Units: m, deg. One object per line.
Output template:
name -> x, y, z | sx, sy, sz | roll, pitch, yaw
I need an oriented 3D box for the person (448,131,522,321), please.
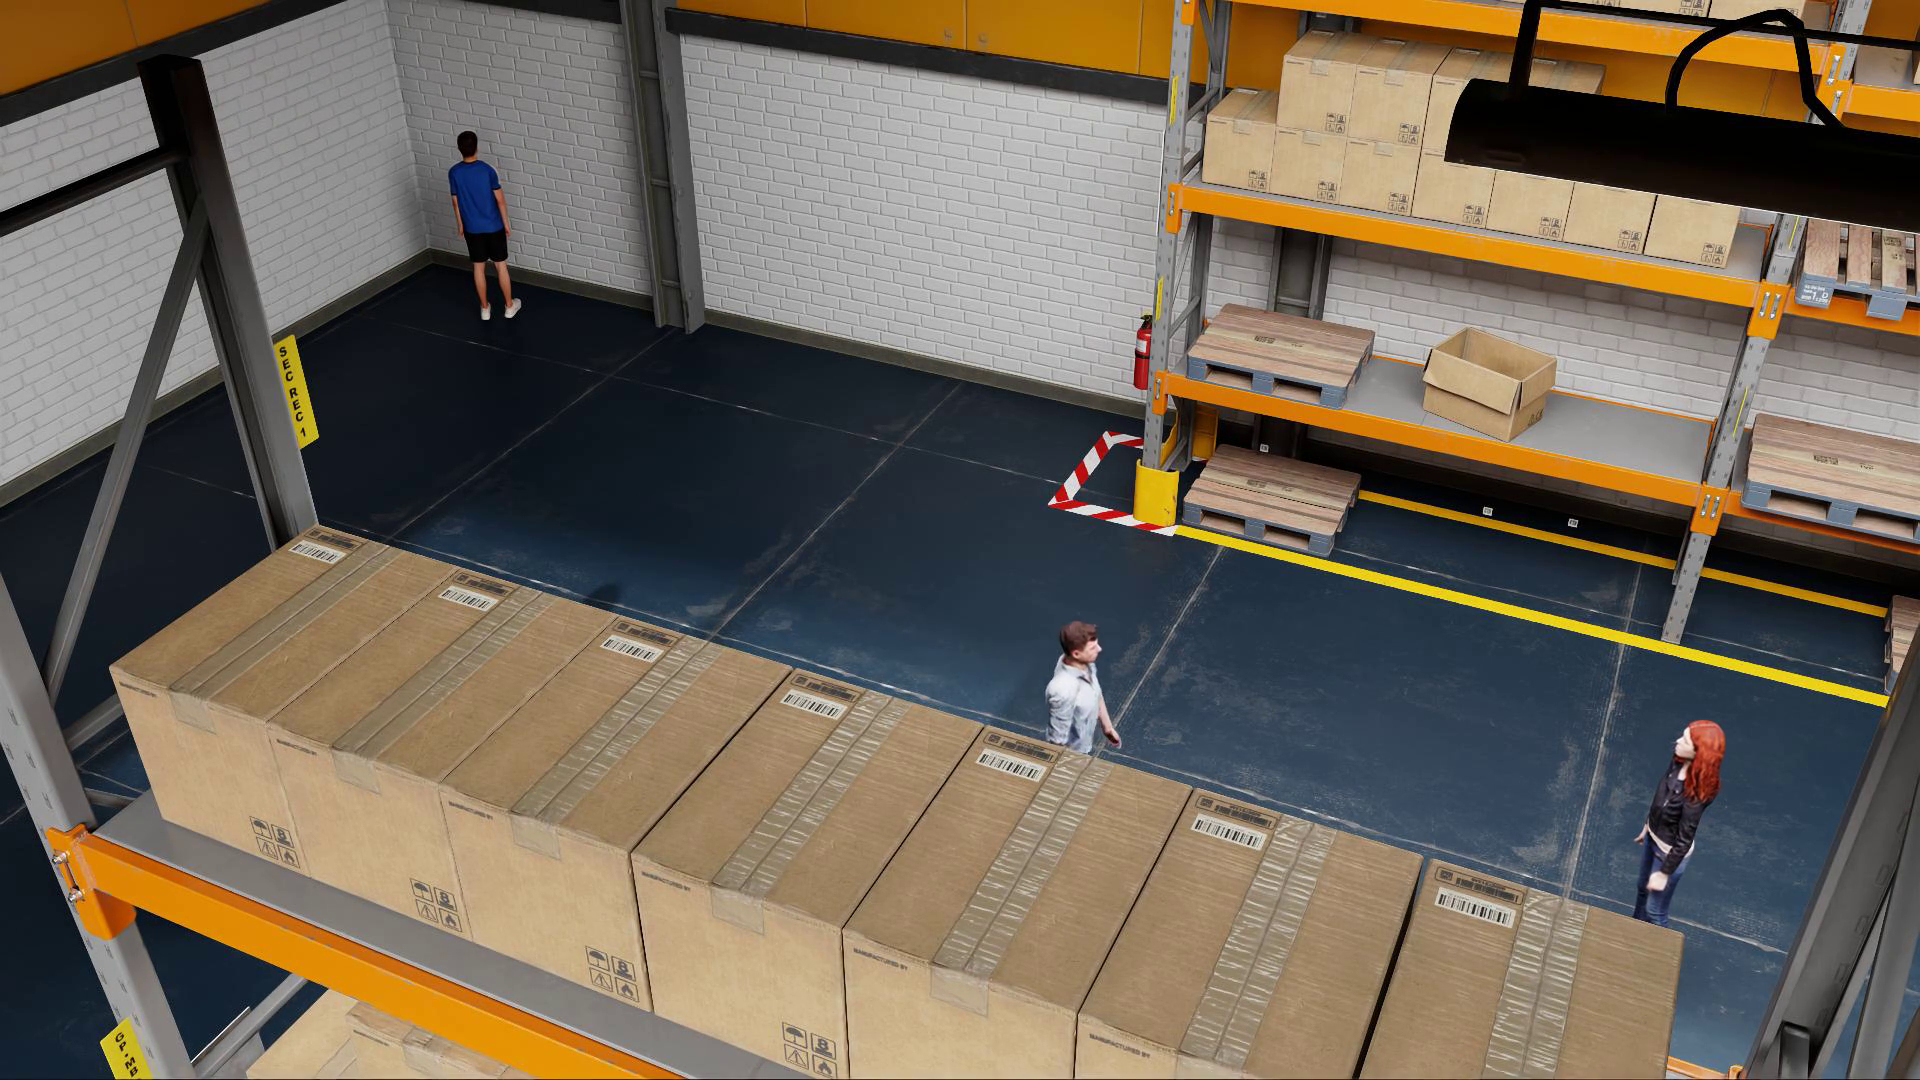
person -> -4.586, -3.025, 15.965 | 0.705, 1.866, 0.807 | -4, 34, -7

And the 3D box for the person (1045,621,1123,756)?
person -> 0.545, 1.205, 9.661 | 1.297, 1.800, 0.854 | 7, 34, 10

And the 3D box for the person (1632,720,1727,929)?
person -> 3.797, 1.677, 8.962 | 0.633, 1.787, 0.631 | 4, 34, 6
